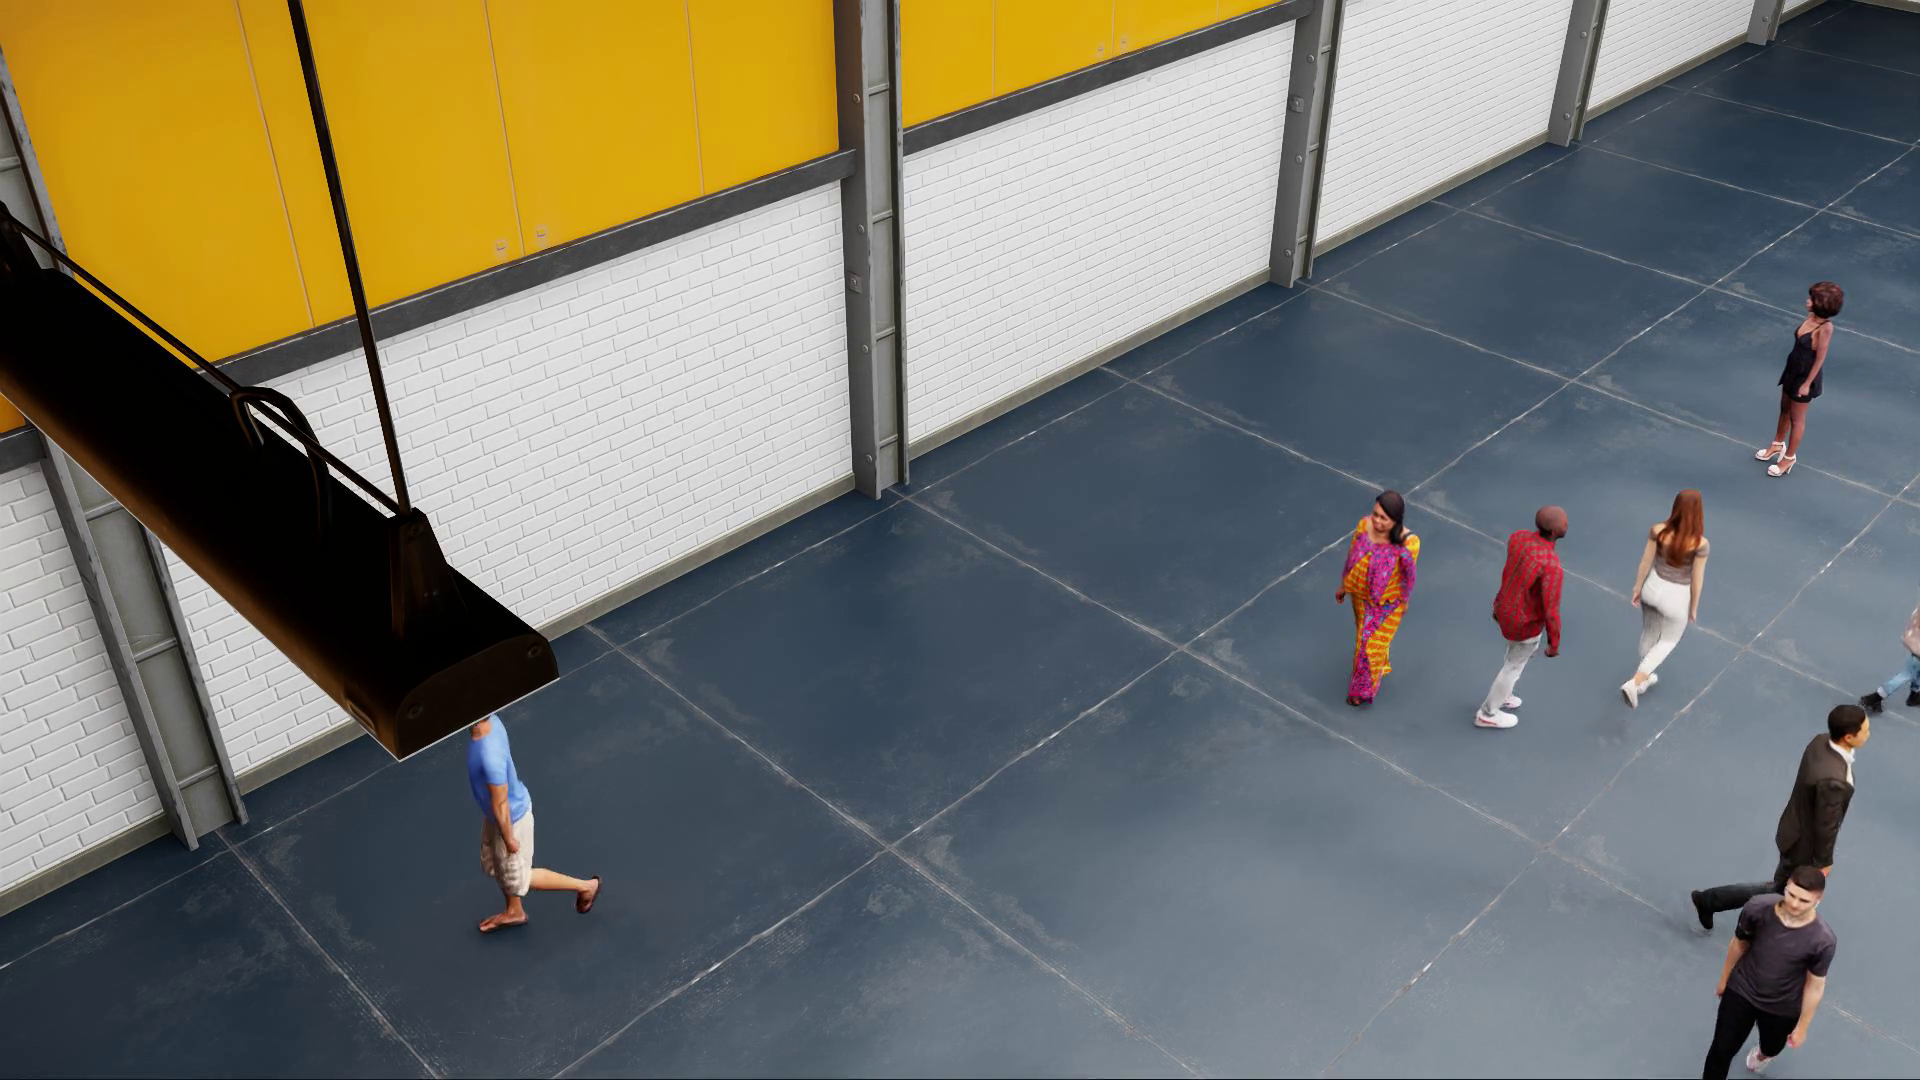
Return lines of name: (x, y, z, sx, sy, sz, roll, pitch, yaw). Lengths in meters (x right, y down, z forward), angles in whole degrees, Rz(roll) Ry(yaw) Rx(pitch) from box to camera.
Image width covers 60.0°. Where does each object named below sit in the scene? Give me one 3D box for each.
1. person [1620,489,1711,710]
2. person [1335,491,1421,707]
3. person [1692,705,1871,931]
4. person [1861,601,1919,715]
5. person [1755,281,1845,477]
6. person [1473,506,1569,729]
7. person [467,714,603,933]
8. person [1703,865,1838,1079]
person: (4.852, 0.445, 11.505, 0.579, 1.711, 0.889, 28, 43, 35)
person: (2.991, 0.330, 11.732, 0.853, 1.651, 0.699, -24, 40, -31)
person: (4.784, 1.680, 9.584, 0.976, 1.779, 1.075, 13, 36, 19)
person: (6.655, 0.725, 11.561, 0.893, 1.182, 0.790, -3, 34, -5)
person: (7.180, -1.381, 14.182, 0.719, 1.788, 0.652, 2, 34, 3)
person: (3.734, 0.541, 11.273, 0.886, 1.808, 0.853, -7, 34, -10)
person: (-2.566, 1.575, 9.687, 1.104, 1.841, 0.919, -10, 35, -14)
person: (4.224, 2.333, 8.642, 0.676, 1.735, 1.108, 26, 42, 33)
